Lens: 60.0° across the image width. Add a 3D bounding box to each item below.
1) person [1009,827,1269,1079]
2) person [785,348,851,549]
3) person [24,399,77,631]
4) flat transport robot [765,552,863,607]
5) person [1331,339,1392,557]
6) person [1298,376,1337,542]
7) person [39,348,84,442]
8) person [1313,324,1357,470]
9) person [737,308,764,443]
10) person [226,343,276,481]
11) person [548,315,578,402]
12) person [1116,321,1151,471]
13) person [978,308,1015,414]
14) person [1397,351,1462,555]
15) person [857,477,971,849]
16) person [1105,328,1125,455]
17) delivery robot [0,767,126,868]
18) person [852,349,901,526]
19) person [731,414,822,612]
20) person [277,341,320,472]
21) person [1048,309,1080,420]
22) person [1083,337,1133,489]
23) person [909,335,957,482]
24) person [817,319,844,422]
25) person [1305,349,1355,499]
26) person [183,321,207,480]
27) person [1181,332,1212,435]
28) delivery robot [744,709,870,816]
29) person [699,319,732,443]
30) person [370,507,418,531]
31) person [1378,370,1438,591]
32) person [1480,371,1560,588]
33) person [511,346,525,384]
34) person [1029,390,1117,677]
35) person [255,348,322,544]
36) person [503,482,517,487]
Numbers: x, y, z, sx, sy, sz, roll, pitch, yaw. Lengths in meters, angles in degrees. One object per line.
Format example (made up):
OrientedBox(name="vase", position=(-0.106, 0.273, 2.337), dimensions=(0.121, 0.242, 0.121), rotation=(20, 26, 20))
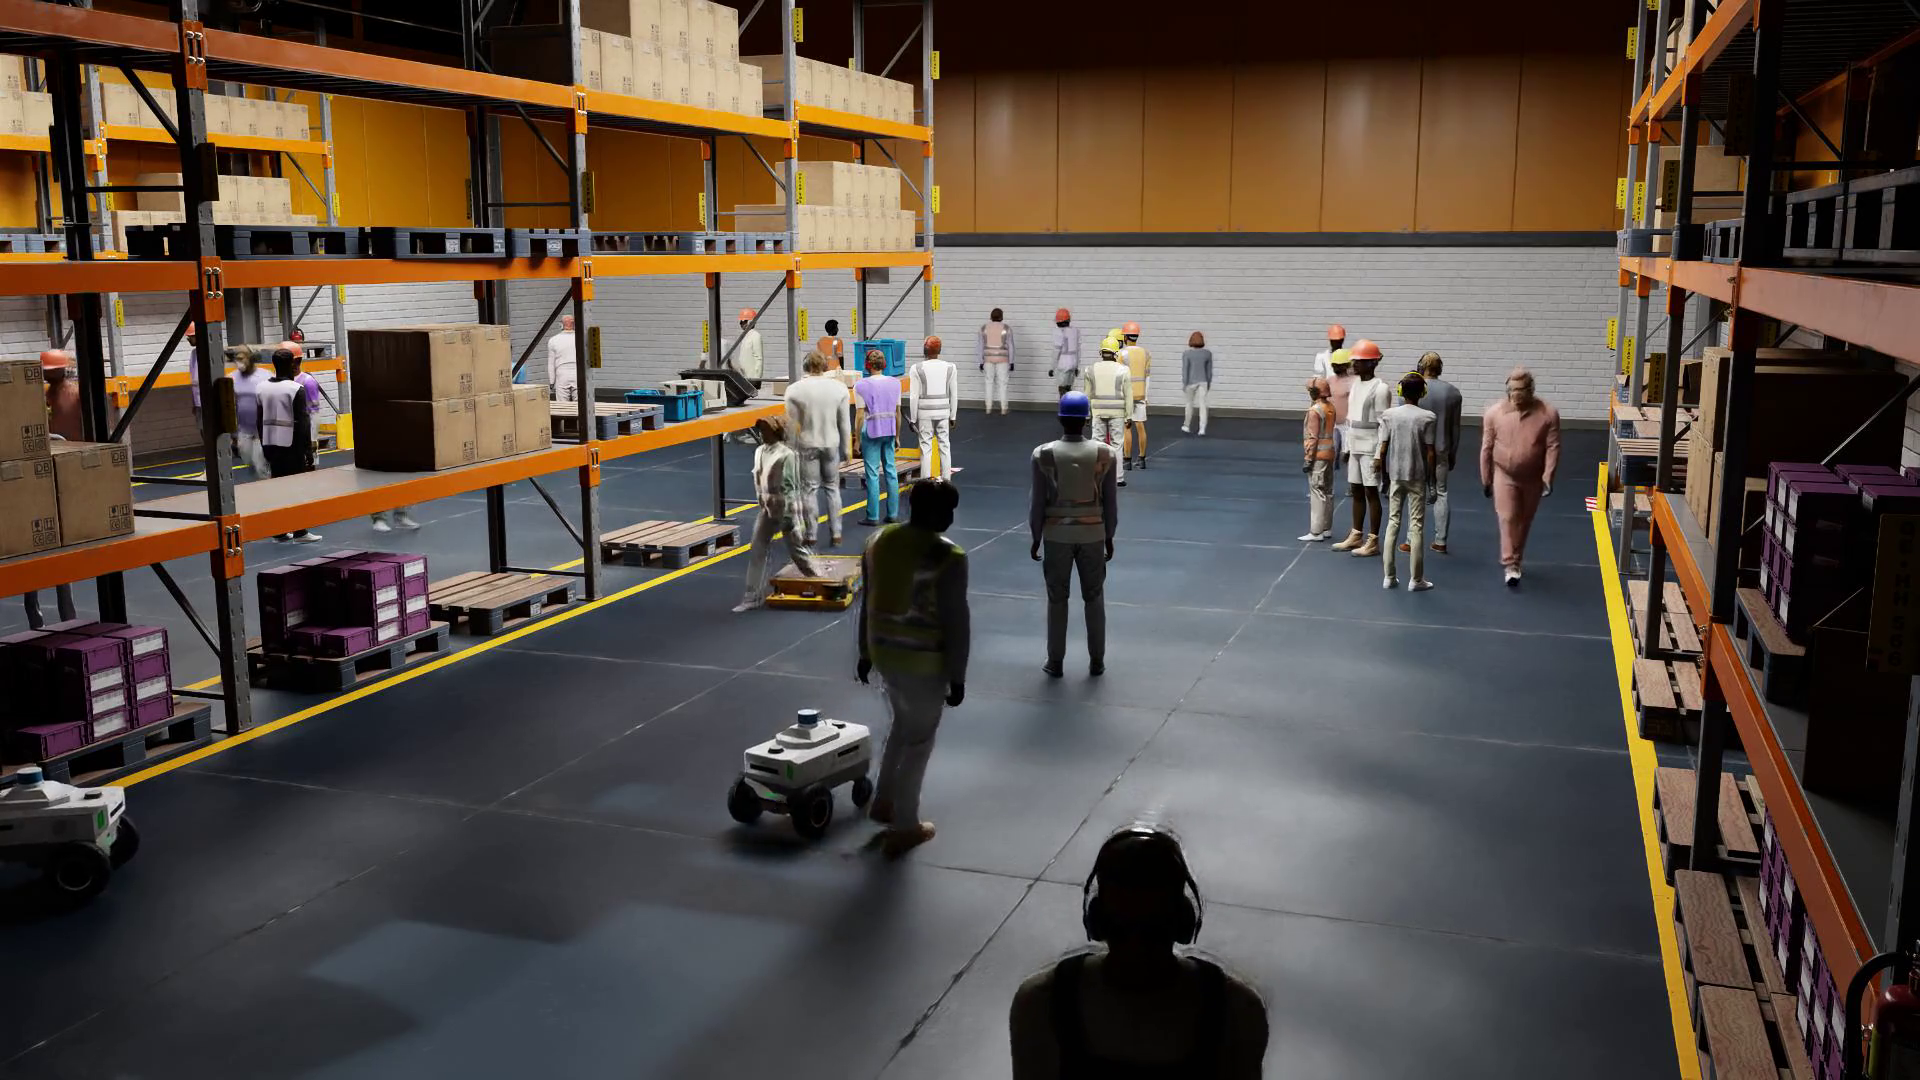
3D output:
OrientedBox(name="person", position=(0.349, 1.430, 3.345), dimensions=(0.509, 1.829, 0.538), rotation=(1, 10, 7))
OrientedBox(name="person", position=(-1.361, -0.872, 16.016), dimensions=(0.632, 1.938, 0.349), rotation=(-2, 10, -14))
OrientedBox(name="person", position=(-6.762, -0.177, 12.285), dimensions=(0.532, 1.876, 0.321), rotation=(0, 10, -3))
OrientedBox(name="flat transport robot", position=(-1.154, 0.322, 13.991), dimensions=(0.652, 0.197, 1.431), rotation=(1, 10, 7))
OrientedBox(name="person", position=(3.791, -0.859, 15.647), dimensions=(0.389, 2.045, 0.606), rotation=(-3, 11, -17))
OrientedBox(name="person", position=(3.551, -0.799, 16.451), dimensions=(0.311, 1.640, 0.512), rotation=(7, 12, 34))
OrientedBox(name="person", position=(-8.327, -0.820, 15.614), dimensions=(0.629, 1.975, 0.614), rotation=(2, 10, 14))
OrientedBox(name="person", position=(4.958, -1.906, 21.975), dimensions=(0.558, 1.911, 0.812), rotation=(3, 11, 18))
OrientedBox(name="person", position=(-3.102, -2.430, 24.631), dimensions=(0.389, 1.992, 0.625), rotation=(-4, 11, -23))
OrientedBox(name="person", position=(-7.458, -1.161, 17.753), dimensions=(0.647, 1.911, 0.740), rotation=(2, 10, 10))
OrientedBox(name="person", position=(-5.744, -2.364, 24.557), dimensions=(0.651, 1.895, 0.400), rotation=(-3, 11, -17))
OrientedBox(name="person", position=(2.218, -1.872, 21.653), dimensions=(0.546, 1.939, 0.375), rotation=(-6, 12, -29))
OrientedBox(name="person", position=(0.642, -3.099, 28.841), dimensions=(0.633, 1.840, 0.429), rotation=(3, 10, 14))
OrientedBox(name="person", position=(4.447, -0.821, 15.801), dimensions=(0.642, 1.926, 0.398), rotation=(-3, 10, -14))
OrientedBox(name="person", position=(-0.217, 0.599, 8.097), dimensions=(0.643, 1.815, 0.452), rotation=(9, 14, 42))
OrientedBox(name="person", position=(2.164, -2.067, 23.237), dimensions=(0.309, 1.769, 0.524), rotation=(-4, 11, -20))
OrientedBox(name="delivery robot", position=(-4.207, 1.275, 7.558), dimensions=(0.707, 0.478, 0.477), rotation=(-2, 10, -9))
OrientedBox(name="person", position=(-0.854, -1.059, 17.328), dimensions=(0.564, 1.846, 0.393), rotation=(-7, 12, -34))
OrientedBox(name="person", position=(-1.423, -0.230, 13.401), dimensions=(0.853, 1.597, 0.522), rotation=(-9, 13, -41))
OrientedBox(name="person", position=(-6.895, -1.099, 17.308), dimensions=(0.550, 1.933, 0.374), rotation=(7, 12, 35))
OrientedBox(name="person", position=(1.763, -2.880, 27.517), dimensions=(0.613, 1.884, 0.595), rotation=(10, 14, 43))
OrientedBox(name="person", position=(1.784, -1.520, 19.965), dimensions=(0.603, 1.830, 0.404), rotation=(3, 11, 17))
OrientedBox(name="person", position=(-0.311, -1.427, 19.300), dimensions=(0.577, 1.884, 0.353), rotation=(-3, 11, -18))
OrientedBox(name="person", position=(-2.130, -2.804, 27.570), dimensions=(0.539, 1.698, 0.318), rotation=(7, 12, 34))
OrientedBox(name="person", position=(4.390, -1.342, 19.236), dimensions=(0.744, 1.736, 0.543), rotation=(-7, 12, -34))
OrientedBox(name="person", position=(-9.196, -1.672, 20.248), dimensions=(0.605, 2.037, 0.394), rotation=(8, 13, 40))
OrientedBox(name="person", position=(3.667, -2.425, 25.754), dimensions=(0.513, 1.583, 0.879), rotation=(-2, 10, -9))
OrientedBox(name="delivery robot", position=(-0.774, 1.109, 8.494), dimensions=(0.477, 0.478, 0.707), rotation=(6, 12, 32))
OrientedBox(name="person", position=(-3.541, -2.327, 24.485), dimensions=(0.525, 1.845, 0.550), rotation=(-10, 14, -44))
OrientedBox(name="person", position=(-5.908, -0.929, 17.014), dimensions=(0.340, 1.708, 0.504), rotation=(6, 12, 31))
OrientedBox(name="person", position=(3.812, -0.499, 14.114), dimensions=(0.530, 1.871, 0.323), rotation=(7, 13, 36))
OrientedBox(name="person", position=(4.809, -0.523, 14.300), dimensions=(0.629, 1.839, 1.004), rotation=(2, 10, 11))
OrientedBox(name="person", position=(-5.942, -1.754, 21.707), dimensions=(0.538, 1.675, 0.676), rotation=(-2, 10, -11))
OrientedBox(name="person", position=(0.764, -0.037, 11.289), dimensions=(0.605, 1.948, 0.404), rotation=(-1, 10, -4))
OrientedBox(name="person", position=(-6.614, -0.913, 16.310), dimensions=(0.596, 1.916, 0.372), rotation=(4, 11, 21))
OrientedBox(name="person", position=(-5.720, -1.589, 20.128), dimensions=(0.718, 1.959, 0.667), rotation=(9, 13, 41))
